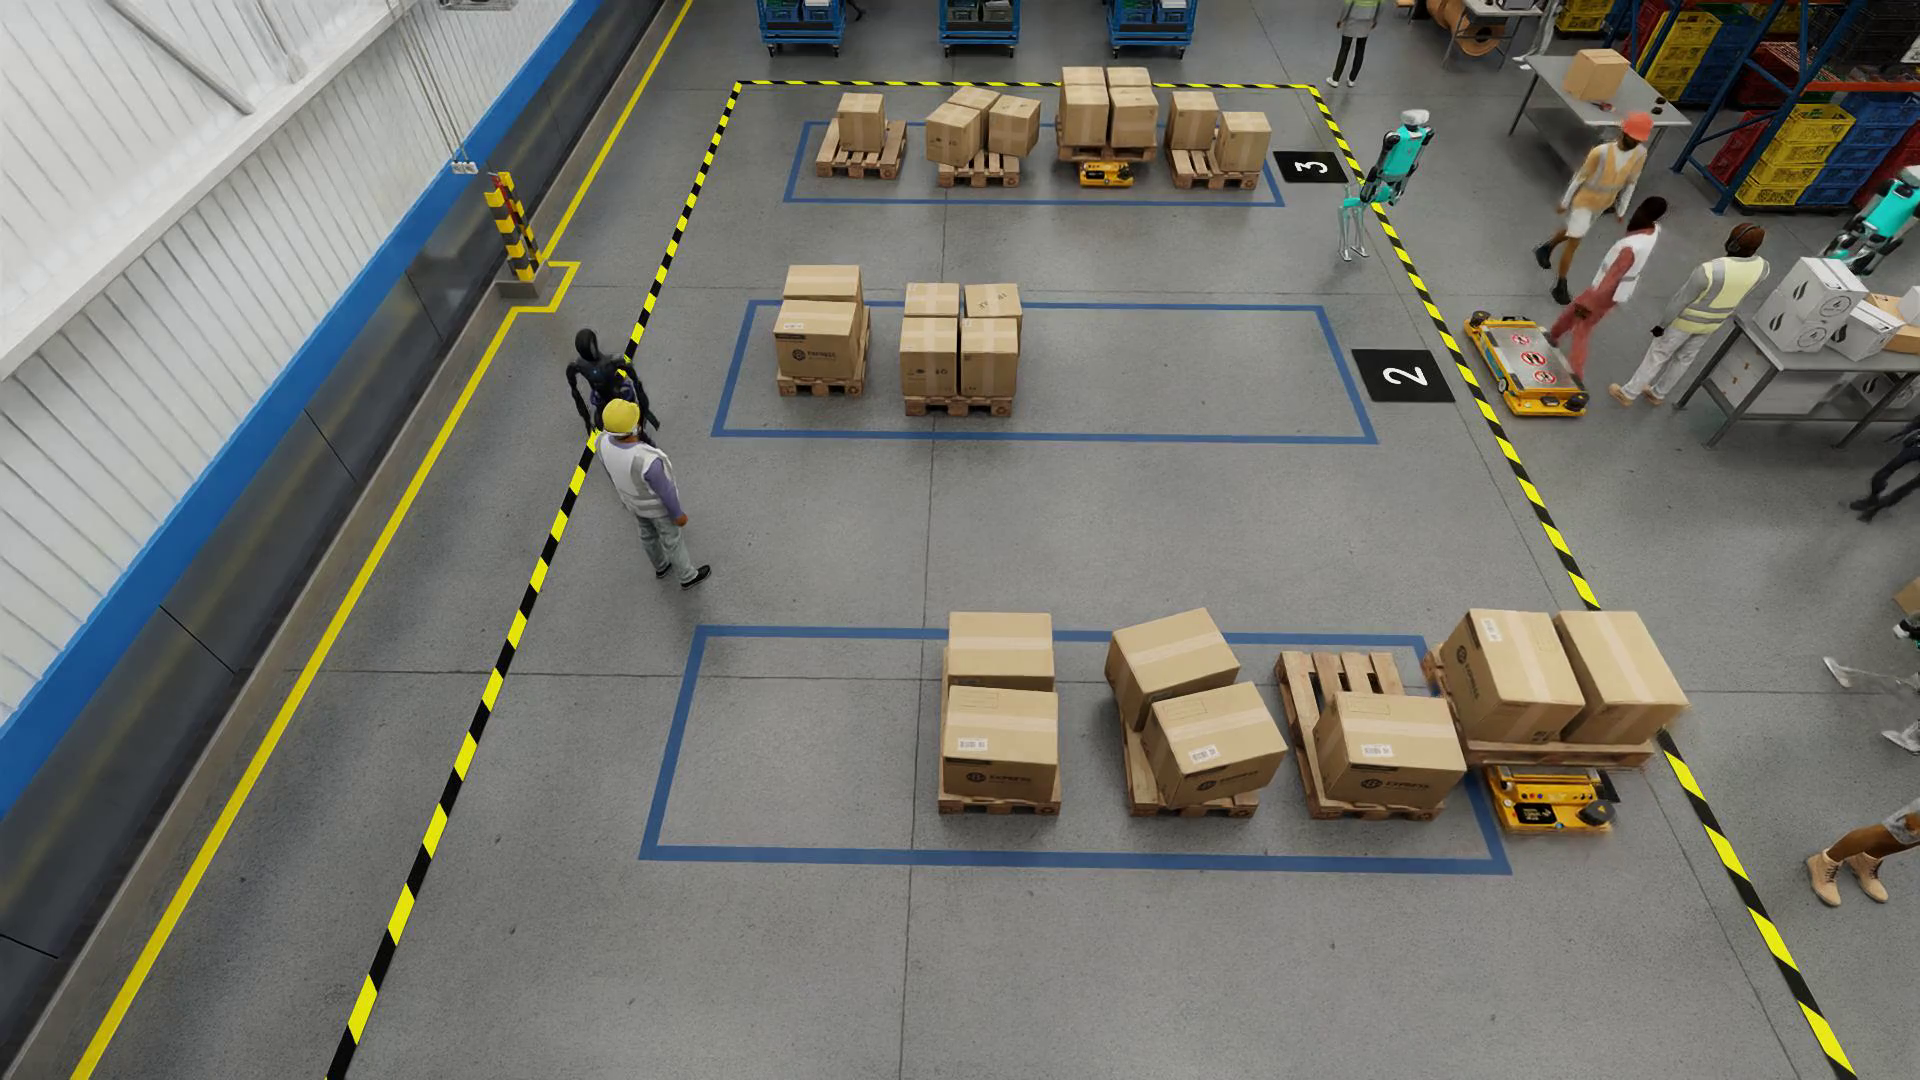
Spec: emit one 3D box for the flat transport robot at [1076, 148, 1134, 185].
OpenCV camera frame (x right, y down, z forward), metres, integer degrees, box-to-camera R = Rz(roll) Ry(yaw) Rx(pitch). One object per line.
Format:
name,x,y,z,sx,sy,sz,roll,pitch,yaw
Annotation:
flat transport robot,1.847,-5.044,11.881,0.652,0.197,1.431,1,49,1

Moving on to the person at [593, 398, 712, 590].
person,-2.271,-0.316,6.769,0.599,1.836,0.404,24,53,19

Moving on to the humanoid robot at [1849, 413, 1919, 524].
humanoid robot,7.784,-0.735,7.256,0.412,1.655,0.600,-12,50,-10

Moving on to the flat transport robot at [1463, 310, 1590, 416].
flat transport robot,5.573,-1.757,9.054,0.659,0.231,1.431,1,49,1

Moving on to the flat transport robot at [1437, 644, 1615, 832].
flat transport robot,3.903,1.303,6.387,0.652,0.197,1.431,1,49,1

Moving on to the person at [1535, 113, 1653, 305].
person,6.581,-3.520,9.520,0.561,1.882,1.028,0,49,0

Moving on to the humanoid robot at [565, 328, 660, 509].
humanoid robot,-2.830,-1.079,7.579,0.608,1.644,0.781,-7,49,-6

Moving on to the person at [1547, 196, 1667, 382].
person,5.921,-2.353,8.518,0.715,1.862,0.659,35,57,26

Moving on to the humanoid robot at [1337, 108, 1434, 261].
humanoid robot,4.431,-3.847,9.800,0.533,1.681,0.735,-13,50,-11

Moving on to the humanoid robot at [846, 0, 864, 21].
humanoid robot,-1.922,-9.066,14.462,0.654,1.640,0.609,18,52,15

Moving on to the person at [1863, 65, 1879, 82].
person,13.291,-7.098,12.705,0.334,1.733,0.504,-21,52,-17

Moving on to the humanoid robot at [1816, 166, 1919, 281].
humanoid robot,8.569,-2.761,8.950,1.013,1.725,0.540,-6,49,-5

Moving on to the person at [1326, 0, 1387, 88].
person,5.596,-7.333,12.835,0.587,1.849,0.396,2,49,2

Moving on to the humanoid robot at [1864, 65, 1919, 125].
humanoid robot,11.573,-5.685,11.528,0.477,1.646,0.596,7,49,6

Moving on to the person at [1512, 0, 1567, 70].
person,8.613,-7.809,13.238,0.335,1.865,0.514,5,49,4

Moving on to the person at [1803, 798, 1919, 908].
person,5.613,1.503,5.060,0.604,2.045,0.379,-1,49,-1

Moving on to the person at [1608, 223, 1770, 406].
person,6.538,-1.966,8.202,0.622,1.837,0.429,-3,49,-3

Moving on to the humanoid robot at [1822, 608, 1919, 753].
humanoid robot,6.571,0.754,5.953,0.541,1.783,1.022,-2,49,-2
